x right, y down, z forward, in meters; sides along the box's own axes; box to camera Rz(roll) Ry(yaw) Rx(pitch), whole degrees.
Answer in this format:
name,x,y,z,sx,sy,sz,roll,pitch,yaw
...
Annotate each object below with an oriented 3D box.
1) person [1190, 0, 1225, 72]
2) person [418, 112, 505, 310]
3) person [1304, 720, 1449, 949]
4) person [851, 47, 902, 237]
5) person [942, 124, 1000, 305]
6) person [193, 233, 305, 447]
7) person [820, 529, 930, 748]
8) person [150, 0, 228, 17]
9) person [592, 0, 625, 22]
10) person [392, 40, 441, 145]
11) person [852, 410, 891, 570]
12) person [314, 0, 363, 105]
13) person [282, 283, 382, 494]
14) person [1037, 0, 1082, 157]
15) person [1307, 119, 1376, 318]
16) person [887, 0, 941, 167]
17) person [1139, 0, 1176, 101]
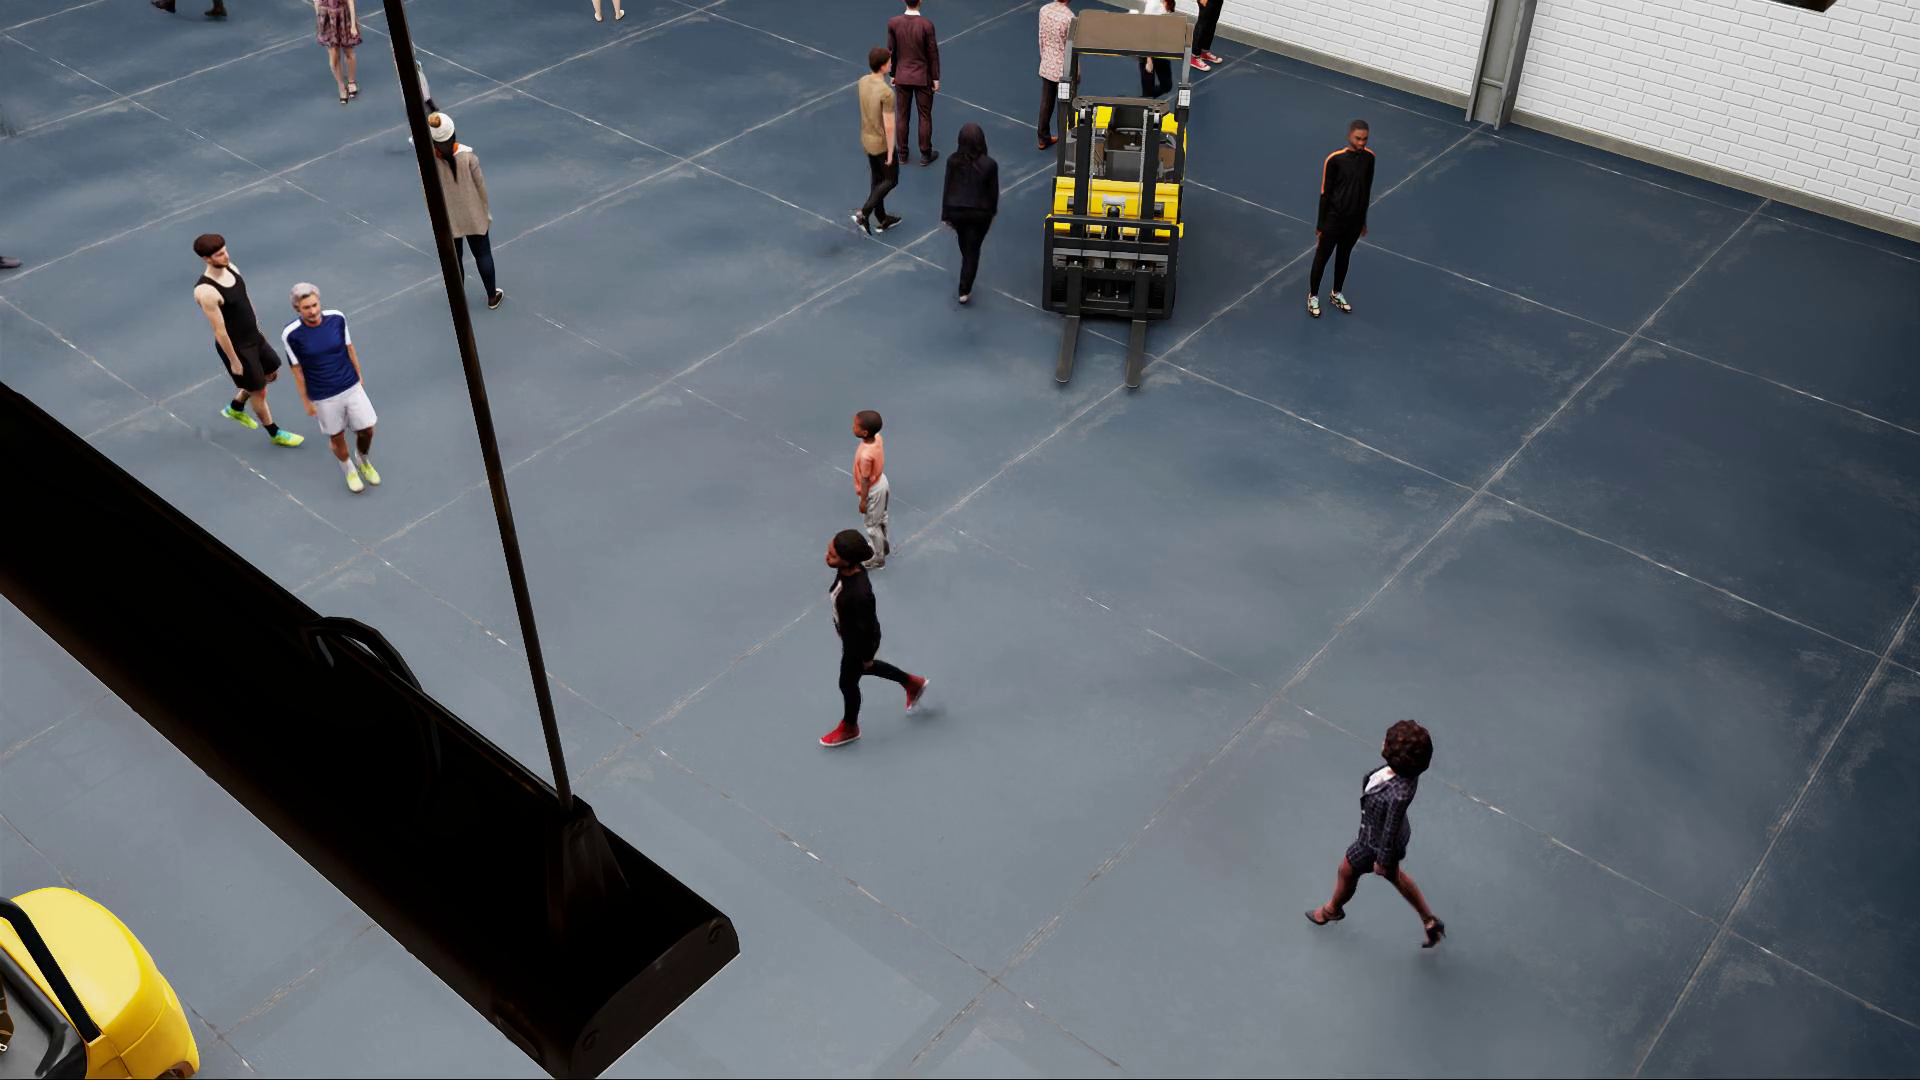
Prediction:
name,x,y,z,sx,sy,sz,roll,pitch,yaw
person,2.856,-6.249,18.862,0.551,1.757,0.642,24,44,27
person,-4.389,-2.876,14.531,0.823,1.891,0.864,-7,39,-9
person,2.380,1.653,9.034,1.090,1.673,0.792,17,42,20
person,-0.833,-3.698,15.603,0.793,1.838,0.880,-27,46,-30
person,0.082,-2.833,14.743,1.063,1.558,1.012,5,39,6
person,-5.625,-1.536,12.860,1.041,1.881,0.966,1,39,1
person,-0.559,0.594,10.378,0.975,1.651,1.028,-12,40,-15
person,-9.272,-7.137,19.893,1.323,1.858,1.059,10,40,12
person,-4.344,-7.069,19.979,0.611,1.643,0.667,-4,39,-5
person,-5.635,-4.555,17.130,0.737,1.270,0.677,-5,39,-7
person,-0.615,-0.375,11.866,0.566,1.308,0.536,10,40,13
person,-6.756,-5.602,18.065,0.826,1.741,0.886,4,39,5
person,-4.730,-1.172,12.450,0.704,1.824,0.674,-25,45,-28
person,1.012,-4.848,17.067,0.778,1.806,0.562,-30,47,-32
person,3.338,-2.832,14.541,0.707,1.809,0.732,-9,39,-11
person,-0.467,-4.699,16.834,0.711,1.865,0.842,8,39,10
person,1.951,-5.054,17.343,0.707,1.785,0.629,31,48,33
